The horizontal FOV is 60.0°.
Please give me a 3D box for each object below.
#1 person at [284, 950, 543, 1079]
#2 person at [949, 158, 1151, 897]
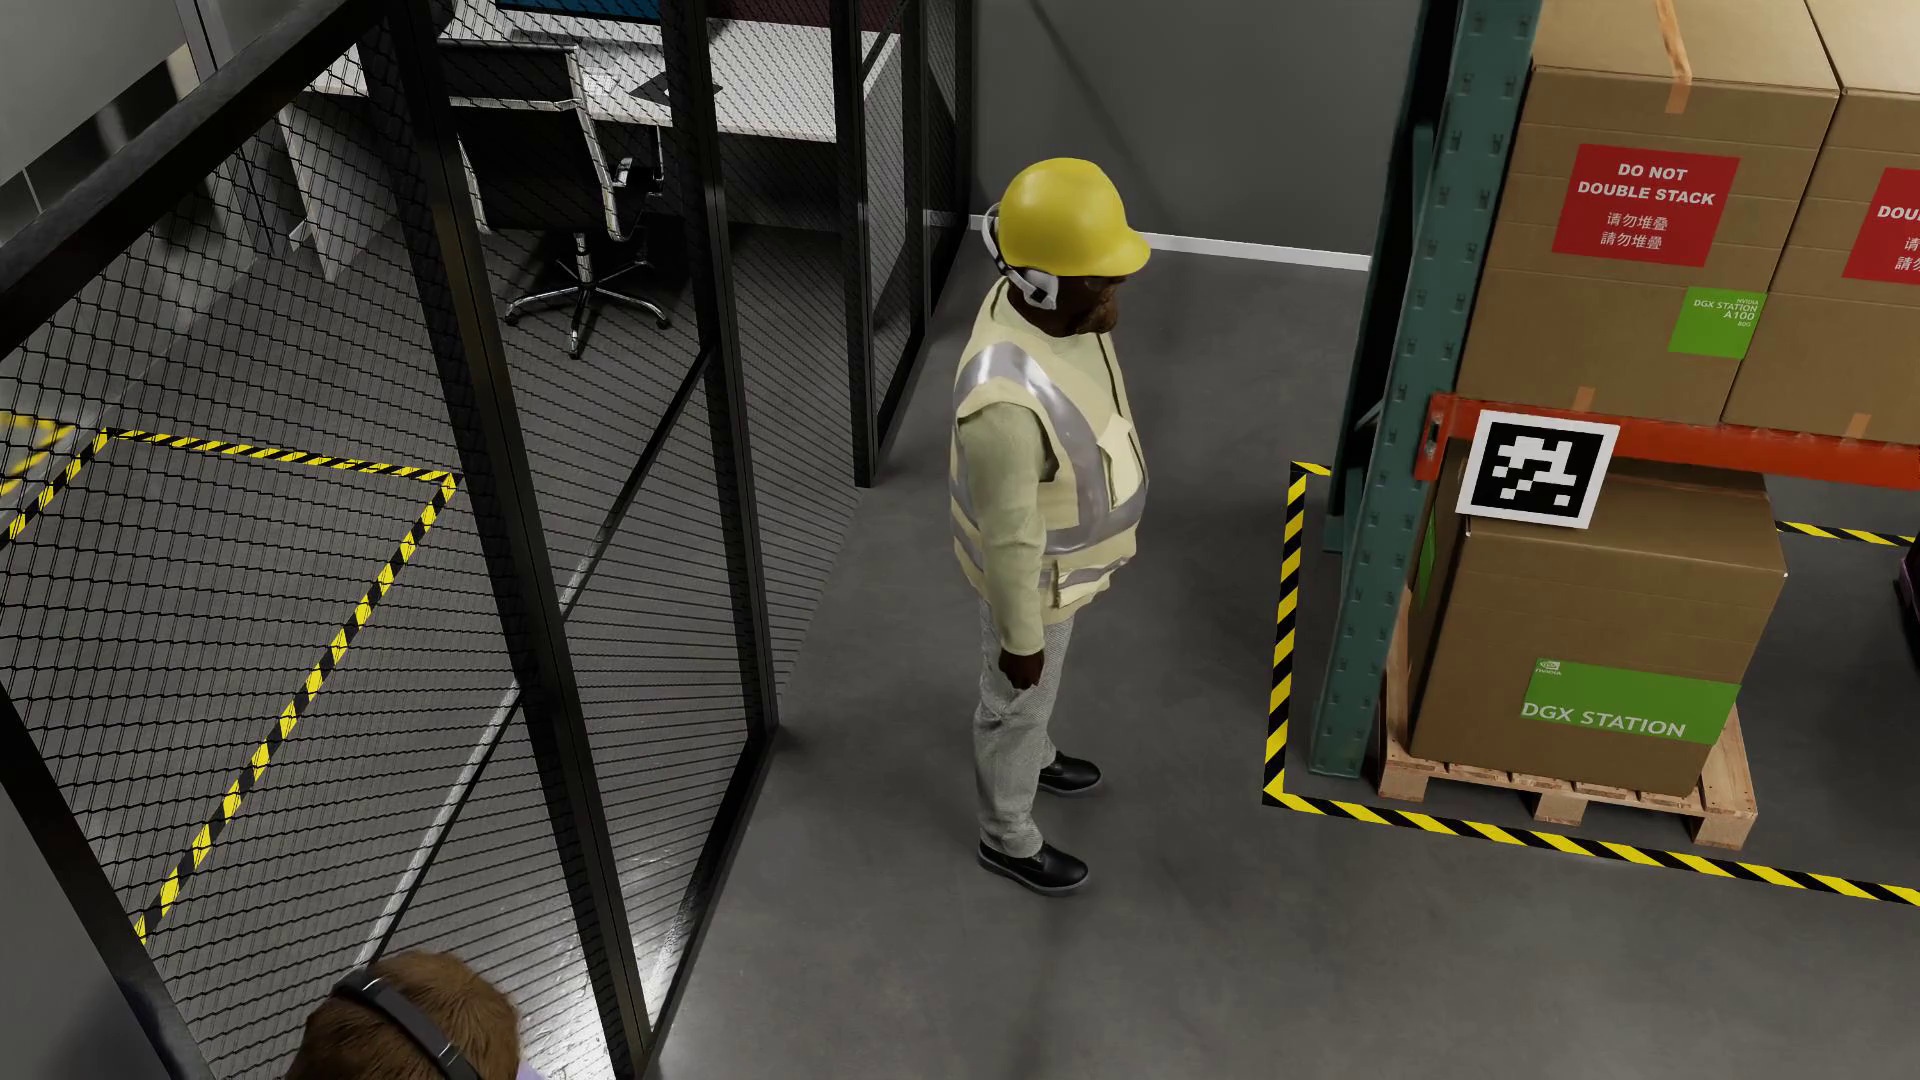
[{"bbox_3d":[-0.525,1.151,2.173,0.630,1.940,0.372,19,44,20],"label":"person"},{"bbox_3d":[0.185,0.018,3.557,0.404,1.832,0.600,7,42,8],"label":"person"}]
